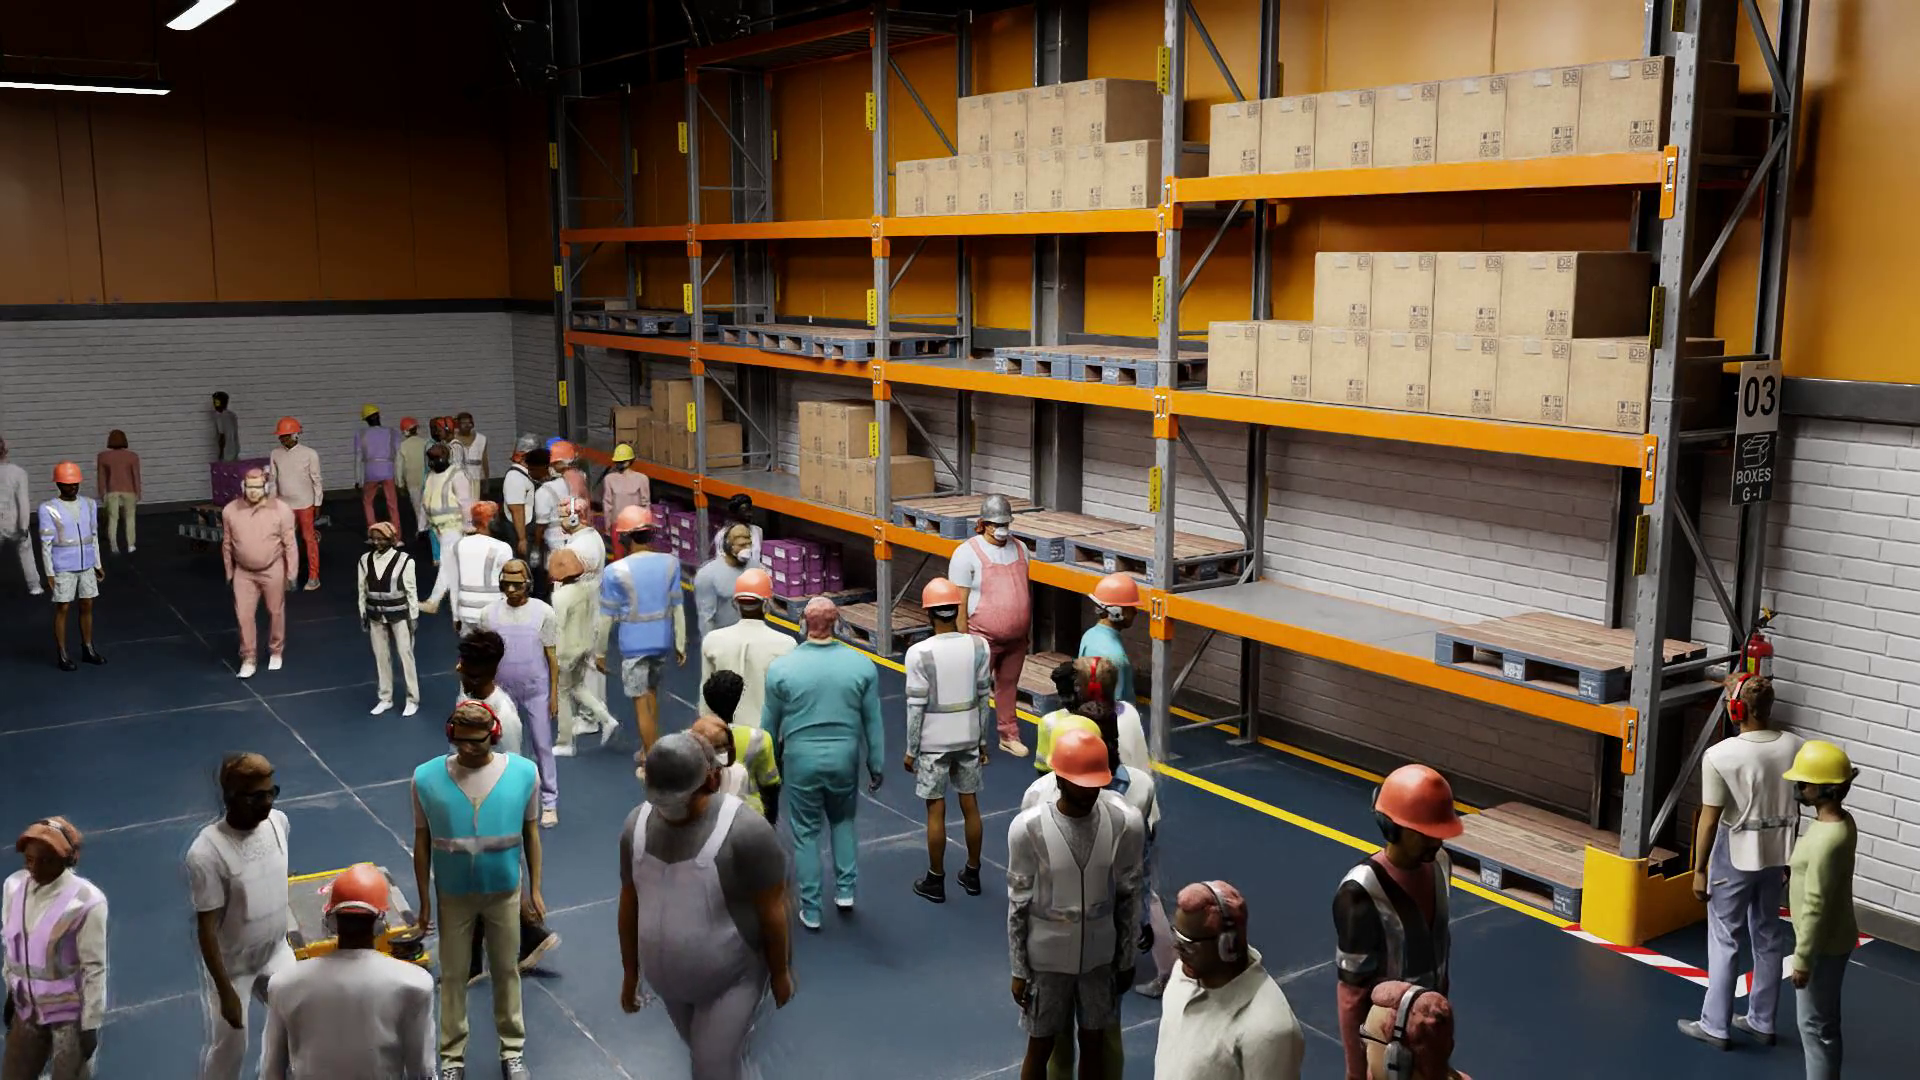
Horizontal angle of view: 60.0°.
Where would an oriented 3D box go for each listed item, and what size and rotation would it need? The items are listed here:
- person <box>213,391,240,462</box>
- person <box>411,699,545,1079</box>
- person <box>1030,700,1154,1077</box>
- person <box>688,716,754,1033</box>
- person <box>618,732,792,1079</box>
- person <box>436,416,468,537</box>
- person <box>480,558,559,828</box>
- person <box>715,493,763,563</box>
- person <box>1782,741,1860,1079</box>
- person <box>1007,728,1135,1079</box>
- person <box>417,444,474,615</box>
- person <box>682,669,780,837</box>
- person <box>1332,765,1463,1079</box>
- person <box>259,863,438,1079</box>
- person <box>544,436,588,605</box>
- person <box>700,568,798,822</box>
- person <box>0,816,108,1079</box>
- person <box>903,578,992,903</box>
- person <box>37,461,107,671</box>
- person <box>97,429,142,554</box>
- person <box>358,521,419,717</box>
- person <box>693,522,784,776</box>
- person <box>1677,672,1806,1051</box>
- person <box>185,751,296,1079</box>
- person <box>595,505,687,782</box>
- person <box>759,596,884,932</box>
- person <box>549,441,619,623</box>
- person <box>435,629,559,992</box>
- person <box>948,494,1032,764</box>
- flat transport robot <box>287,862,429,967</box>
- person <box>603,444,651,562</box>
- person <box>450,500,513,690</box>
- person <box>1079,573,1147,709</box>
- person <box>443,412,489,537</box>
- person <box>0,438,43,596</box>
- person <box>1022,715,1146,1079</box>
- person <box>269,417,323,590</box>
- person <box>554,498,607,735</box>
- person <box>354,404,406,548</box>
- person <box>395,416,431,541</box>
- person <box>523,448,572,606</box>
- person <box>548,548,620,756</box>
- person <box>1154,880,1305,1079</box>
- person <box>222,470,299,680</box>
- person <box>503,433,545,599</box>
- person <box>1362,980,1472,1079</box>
[{"bbox_3d":[-10.683,-1.239,24.219,0.357,1.866,0.555,1,10,5],"label":"person"},{"bbox_3d":[-2.186,1.606,7.586,0.563,1.837,0.395,-3,10,-18],"label":"person"},{"bbox_3d":[0.568,1.625,7.229,0.592,1.922,0.392,-4,10,-22],"label":"person"},{"bbox_3d":[-1.213,1.641,8.034,0.518,1.618,0.472,-7,12,-35],"label":"person"},{"bbox_3d":[-1.073,1.677,6.573,0.707,2.000,0.916,5,11,27],"label":"person"},{"bbox_3d":[-6.167,-0.570,20.250,0.357,1.875,0.597,-5,11,-25],"label":"person"},{"bbox_3d":[-2.914,1.019,11.054,0.502,1.837,0.350,0,10,-2],"label":"person"},{"bbox_3d":[-1.960,0.421,14.954,0.320,1.697,0.531,8,13,40],"label":"person"},{"bbox_3d":[3.661,1.721,7.140,0.339,1.762,0.526,6,12,33],"label":"person"},{"bbox_3d":[0.466,1.699,6.793,0.547,1.930,0.380,-3,10,-15],"label":"person"},{"bbox_3d":[-5.543,-0.118,17.792,0.657,1.805,0.923,7,12,37],"label":"person"},{"bbox_3d":[-1.223,1.498,8.763,0.539,1.651,0.885,0,10,-1],"label":"person"},{"bbox_3d":[1.597,1.782,6.015,0.613,2.028,0.409,-9,13,-42],"label":"person"},{"bbox_3d":[-2.088,1.997,5.664,0.610,1.712,0.732,-2,10,-13],"label":"person"},{"bbox_3d":[-4.165,-0.133,17.578,0.614,1.922,0.794,-7,12,-35],"label":"person"},{"bbox_3d":[-1.234,1.153,9.889,0.621,1.972,0.467,1,10,8],"label":"person"},{"bbox_3d":[-3.593,1.880,6.570,0.550,1.623,0.411,3,10,19],"label":"person"},{"bbox_3d":[-0.086,1.178,9.836,0.542,1.928,0.377,-4,11,-24],"label":"person"},{"bbox_3d":[-8.168,0.233,15.352,0.373,1.935,0.552,6,11,31],"label":"person"},{"bbox_3d":[-10.726,-0.603,21.222,0.508,1.617,0.624,-3,10,-18],"label":"person"},{"bbox_3d":[-4.725,0.653,13.789,0.523,1.634,0.313,2,10,11],"label":"person"},{"bbox_3d":[-1.626,0.808,12.145,0.639,1.881,1.040,-7,12,-35],"label":"person"},{"bbox_3d":[3.763,1.546,7.951,0.560,1.836,0.394,-3,10,-15],"label":"person"},{"bbox_3d":[-2.824,1.750,6.787,0.762,1.818,0.536,4,11,24],"label":"person"},{"bbox_3d":[-2.364,0.746,12.072,0.619,2.020,0.718,-8,13,-41],"label":"person"},{"bbox_3d":[-0.795,1.260,9.488,0.685,1.885,0.561,-3,10,-14],"label":"person"},{"bbox_3d":[-3.904,-0.060,17.086,0.963,1.948,0.632,-4,10,-22],"label":"person"},{"bbox_3d":[-2.453,1.382,8.655,0.650,1.926,0.694,-5,11,-28],"label":"person"},{"bbox_3d":[0.288,0.663,12.528,0.689,2.000,0.539,-6,12,-33],"label":"person"},{"bbox_3d":[-3.443,2.104,9.258,0.652,0.197,1.431,-5,11,-29],"label":"flat transport robot"},{"bbox_3d":[-3.656,-0.178,18.276,0.527,1.765,0.328,1,10,6],"label":"person"},{"bbox_3d":[-3.802,0.614,13.294,0.599,1.870,0.376,4,10,23],"label":"person"},{"bbox_3d":[0.872,1.173,9.718,0.409,1.986,0.607,-1,10,-9],"label":"person"},{"bbox_3d":[-6.458,-0.786,21.700,0.578,1.821,0.752,-6,11,-32],"label":"person"},{"bbox_3d":[-10.519,-0.217,18.274,0.626,1.844,0.950,-2,10,-13],"label":"person"},{"bbox_3d":[0.494,1.662,7.030,0.589,1.918,0.397,7,12,36],"label":"person"},{"bbox_3d":[-7.586,-0.412,18.979,0.623,1.989,0.391,1,10,8],"label":"person"},{"bbox_3d":[-3.041,0.601,13.314,0.399,1.900,0.644,0,10,0],"label":"person"},{"bbox_3d":[-7.593,-0.830,21.792,0.706,1.871,0.670,-6,11,-32],"label":"person"},{"bbox_3d":[-7.126,-0.779,21.978,0.767,1.710,0.599,9,13,42],"label":"person"},{"bbox_3d":[-4.039,0.032,16.592,0.733,1.910,0.634,0,10,2],"label":"person"},{"bbox_3d":[-2.919,0.856,12.624,0.523,1.620,0.508,2,10,13],"label":"person"},{"bbox_3d":[0.793,1.981,5.230,0.399,1.897,0.652,-3,10,-19],"label":"person"},{"bbox_3d":[-6.339,0.313,15.043,0.667,1.873,0.877,-2,10,-11],"label":"person"},{"bbox_3d":[-4.359,-0.088,16.935,0.535,2.000,0.681,0,10,-2],"label":"person"},{"bbox_3d":[1.178,2.102,4.473,0.403,1.906,0.652,5,11,29],"label":"person"}]
